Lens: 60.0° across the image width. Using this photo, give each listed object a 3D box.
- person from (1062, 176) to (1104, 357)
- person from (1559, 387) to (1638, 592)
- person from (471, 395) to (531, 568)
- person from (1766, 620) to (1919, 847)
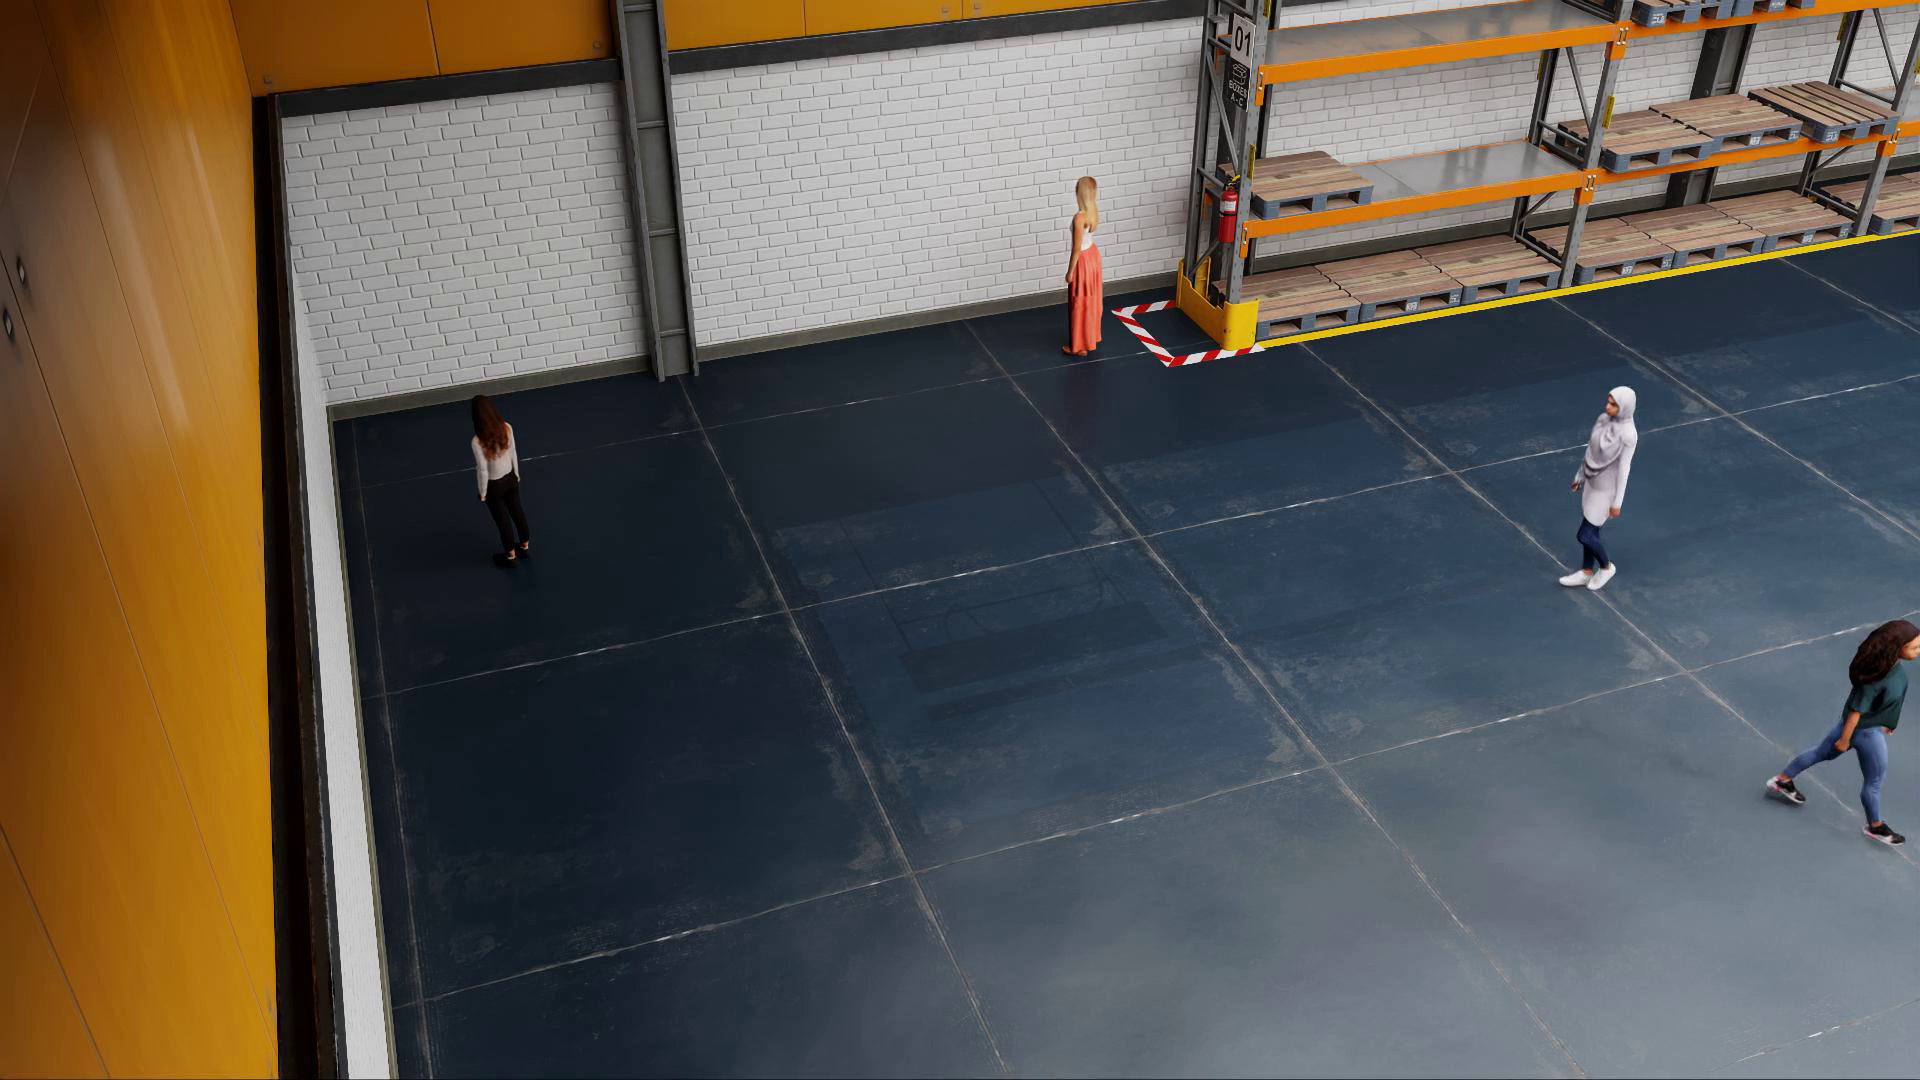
[{"bbox_3d":[1.194,-2.638,15.993,0.777,1.803,0.719,14,36,20],"label":"person"},{"bbox_3d":[4.959,-0.385,12.634,0.718,1.768,0.697,-3,34,-5],"label":"person"},{"bbox_3d":[-3.593,-0.460,13.004,0.671,1.484,0.575,23,40,30],"label":"person"},{"bbox_3d":[5.618,1.140,10.515,1.037,1.574,1.098,23,40,31],"label":"person"}]
